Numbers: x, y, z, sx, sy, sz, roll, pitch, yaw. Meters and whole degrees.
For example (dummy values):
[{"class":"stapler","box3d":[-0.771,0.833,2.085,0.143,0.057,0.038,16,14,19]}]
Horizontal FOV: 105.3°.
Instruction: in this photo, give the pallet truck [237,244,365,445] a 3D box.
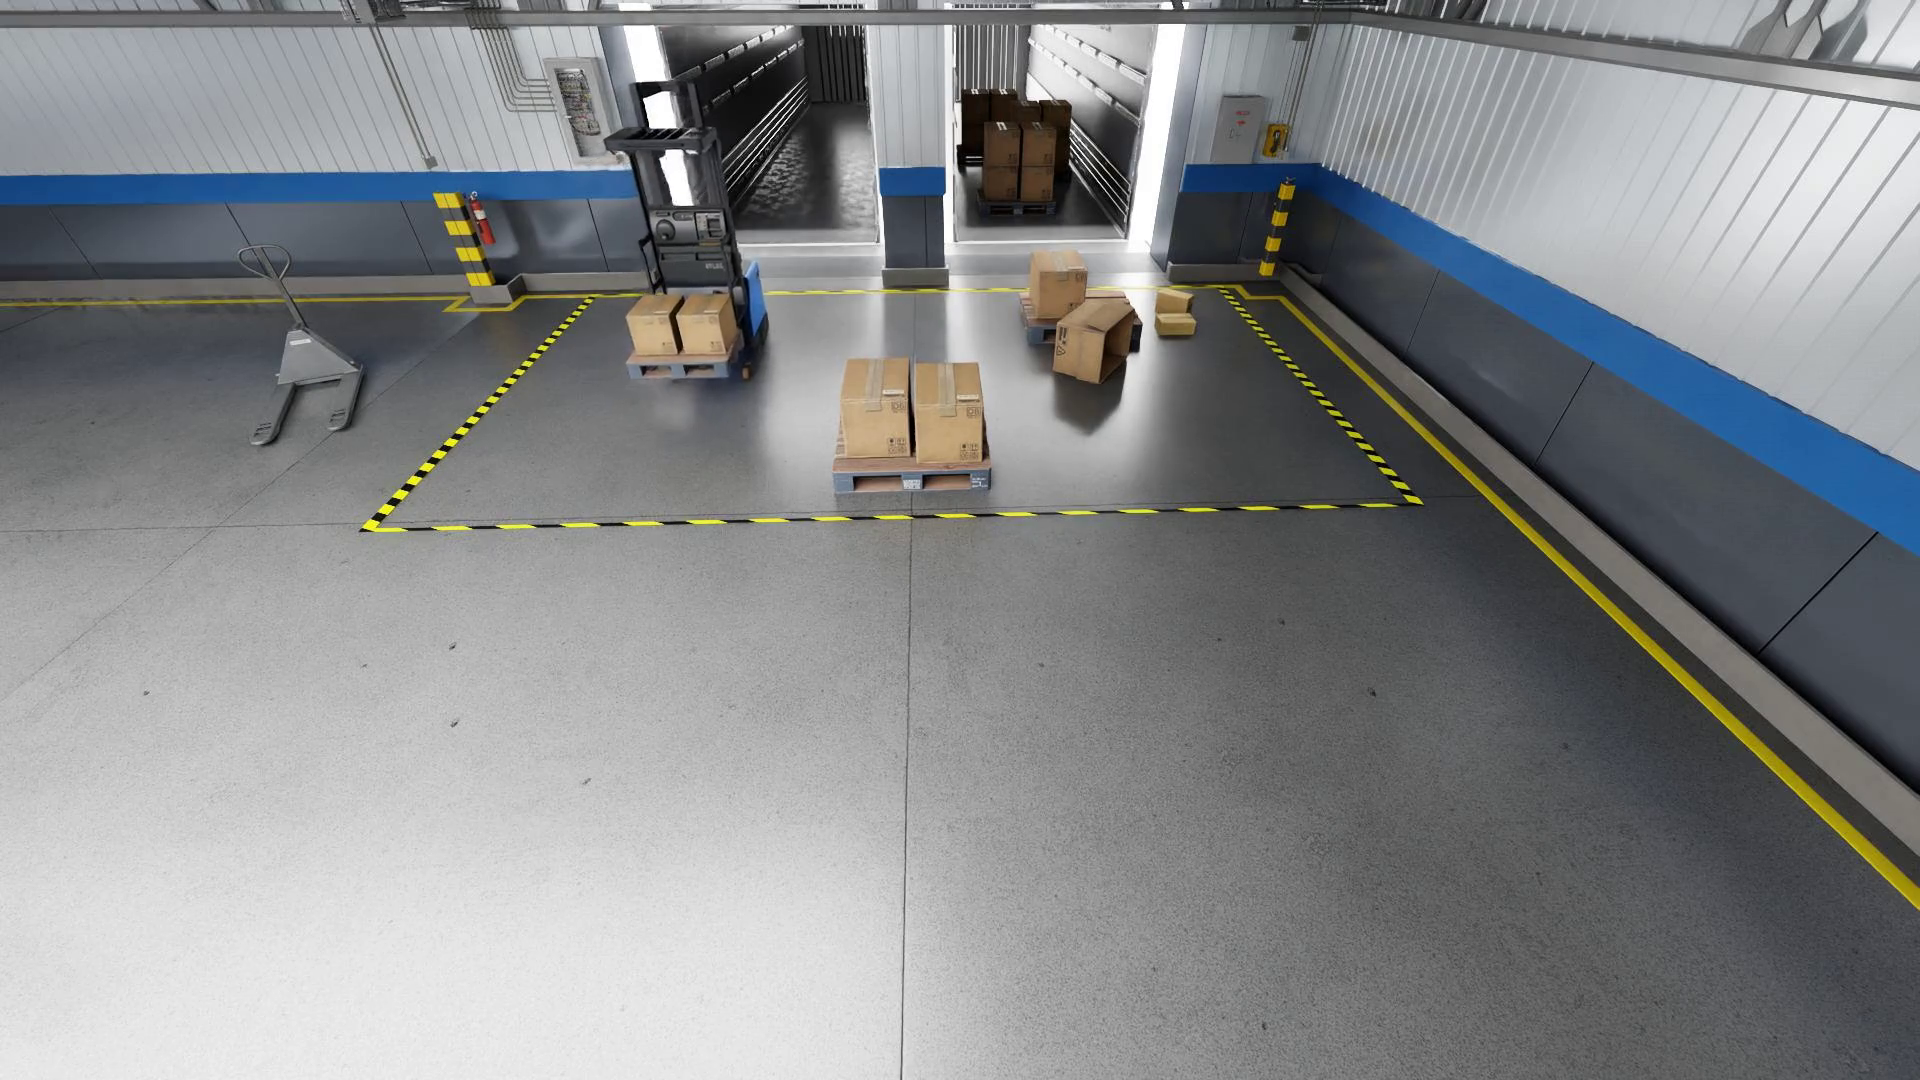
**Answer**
[{"class":"pallet truck","box3d":[-5.915,-1.733,6.366,0.680,1.201,1.601,-18,42,-21]}]

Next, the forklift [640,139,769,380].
[{"class":"forklift","box3d":[-2.440,-2.839,7.116,0.716,2.013,0.776,-1,38,-2]}]
